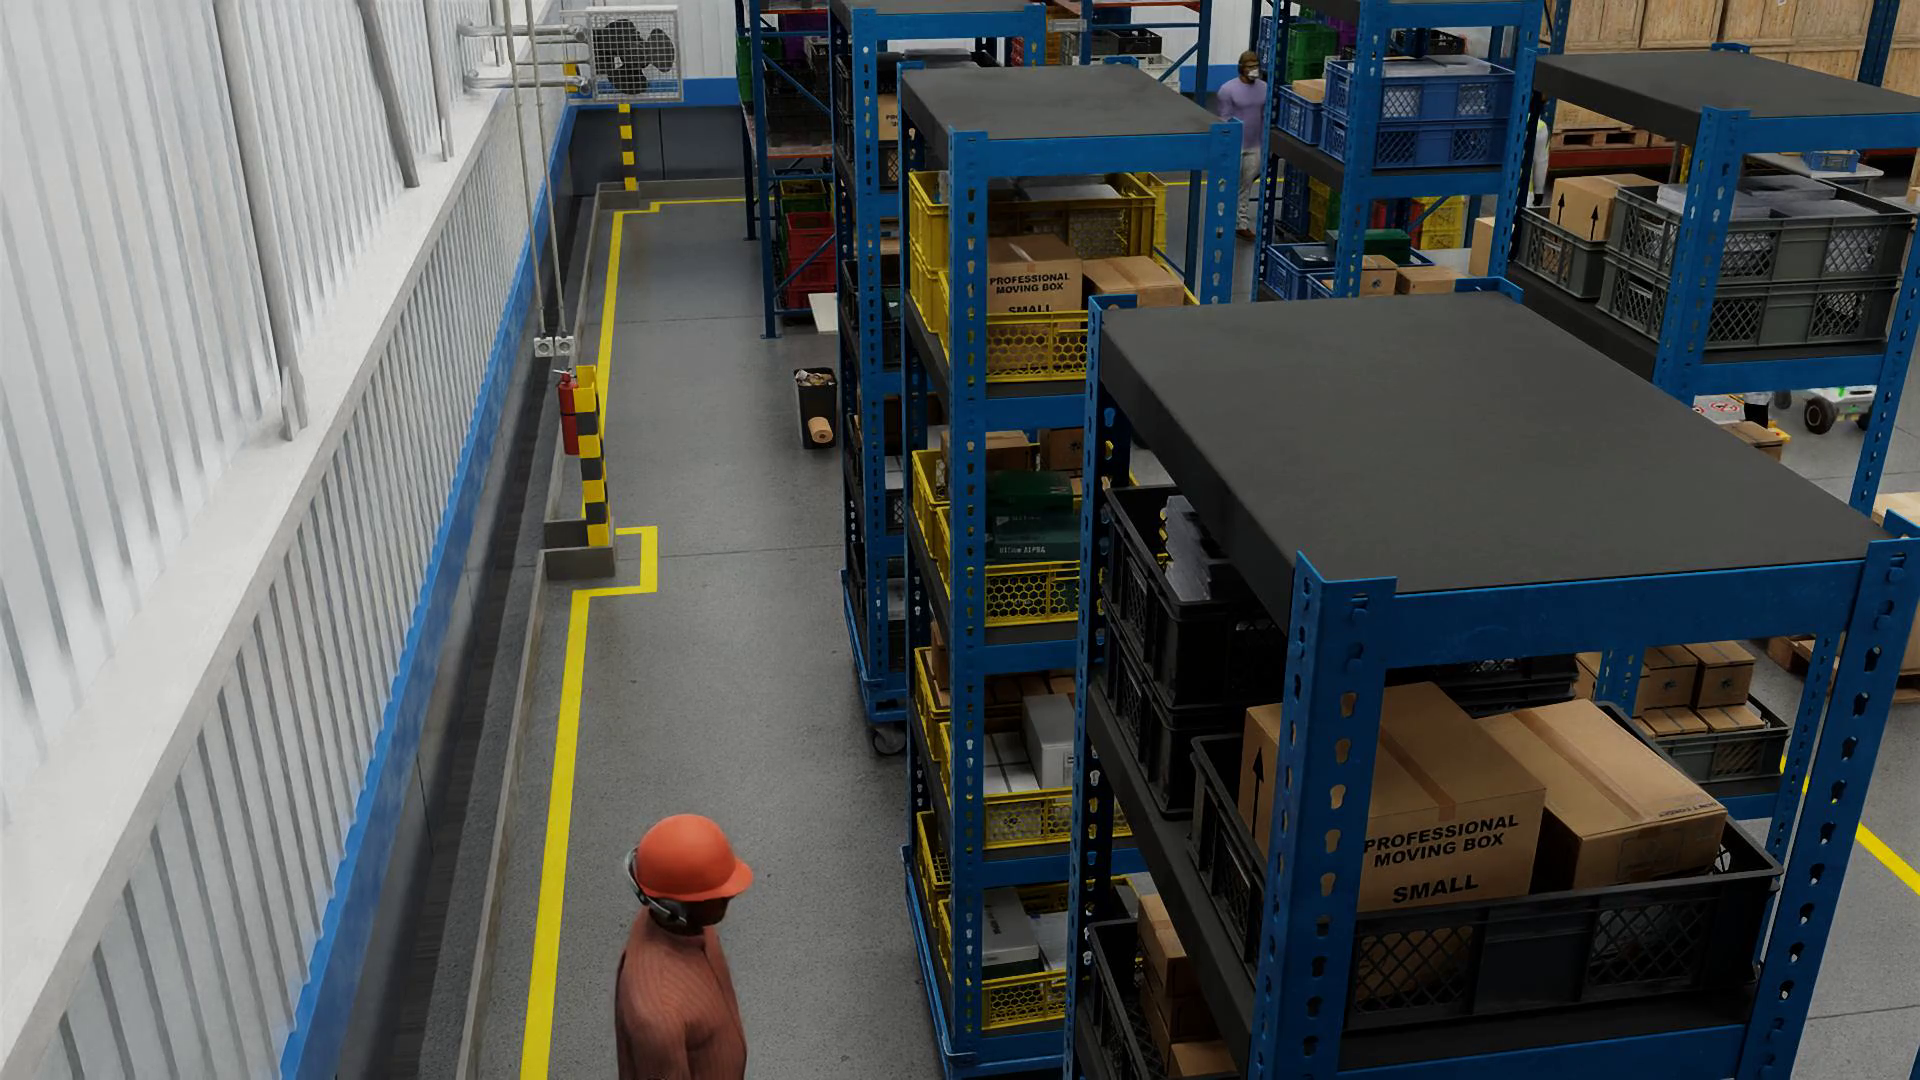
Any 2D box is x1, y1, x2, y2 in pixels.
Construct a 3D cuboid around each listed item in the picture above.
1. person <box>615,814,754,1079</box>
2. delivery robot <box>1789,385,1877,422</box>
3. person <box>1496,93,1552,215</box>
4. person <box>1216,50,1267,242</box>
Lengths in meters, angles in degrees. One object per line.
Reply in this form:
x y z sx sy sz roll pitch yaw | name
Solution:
-0.746 1.624 4.708 0.417 1.985 0.618 -1 25 -2 | person
6.482 -1.187 12.401 0.477 0.478 0.707 -4 25 -9 | delivery robot
5.284 -3.339 15.664 0.429 1.840 0.624 -11 27 -22 | person
2.884 -4.007 16.996 0.630 1.940 0.372 -13 28 -27 | person
